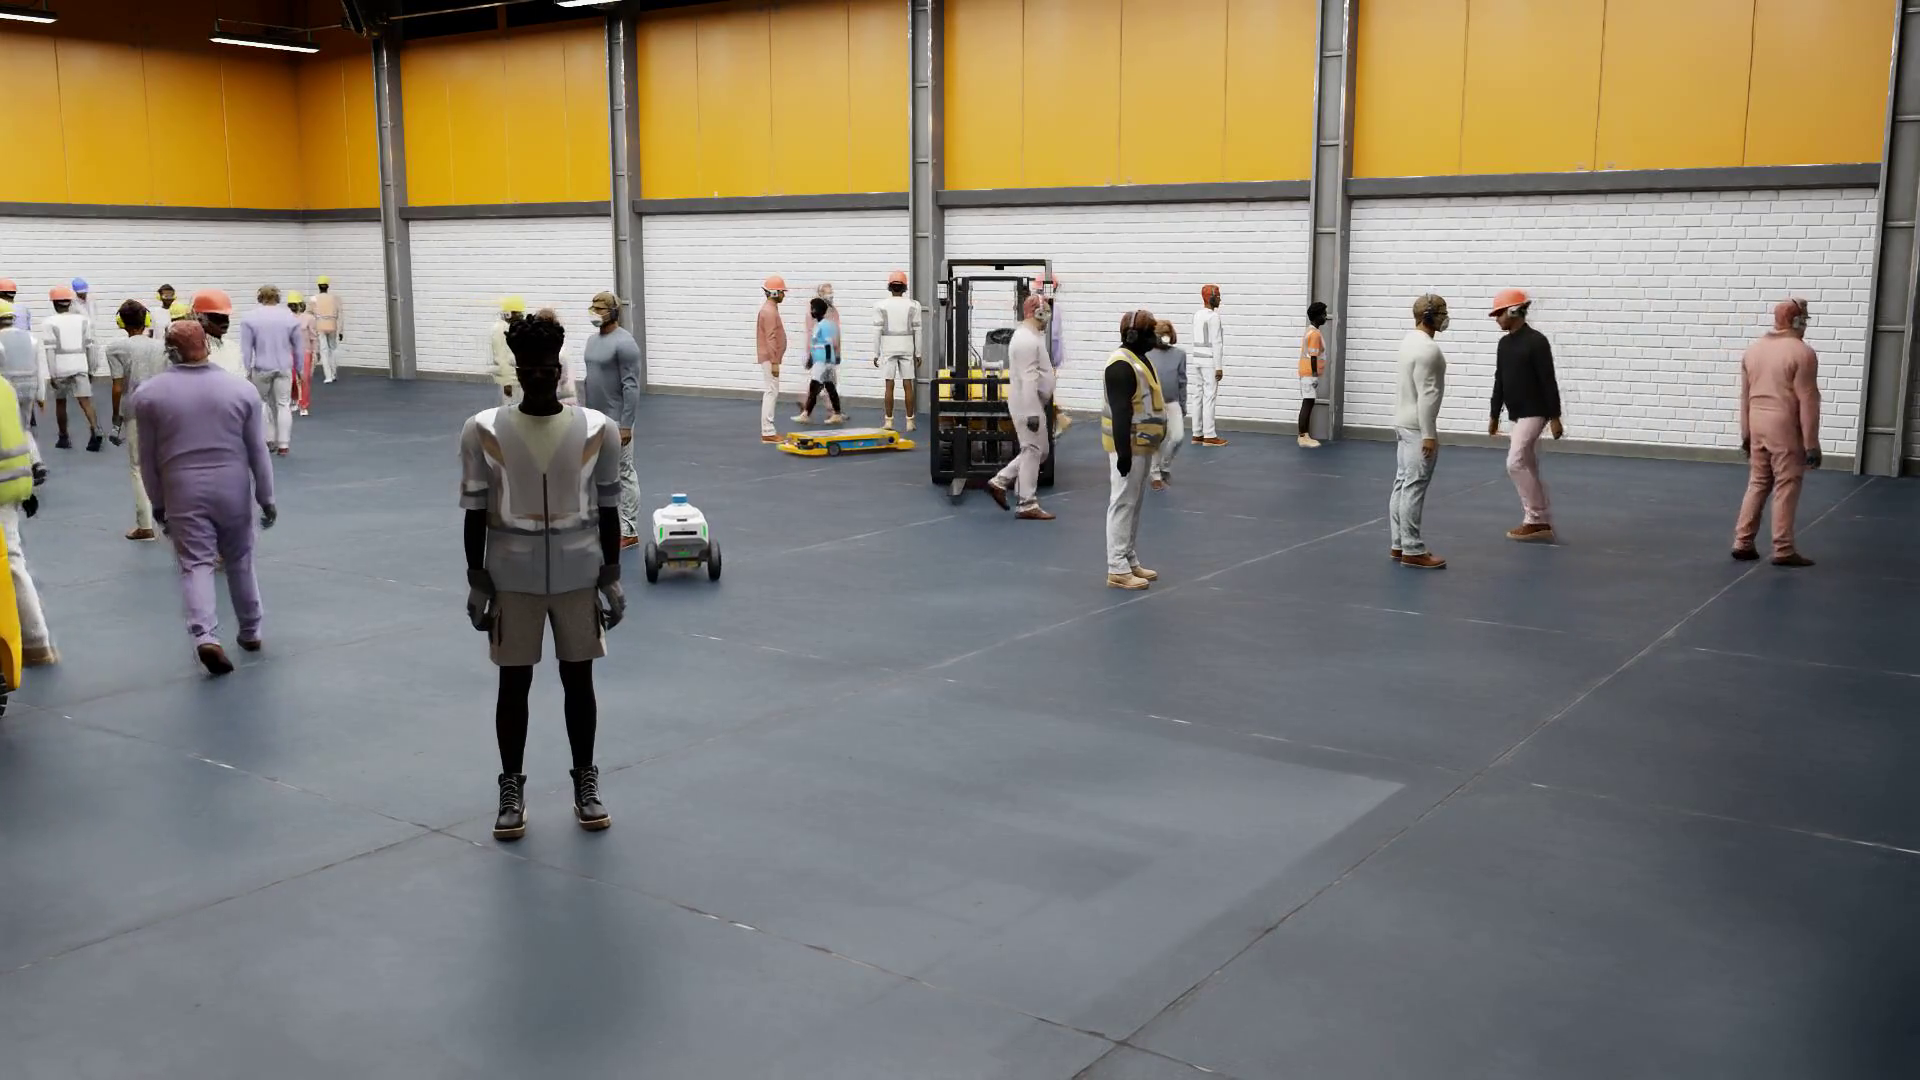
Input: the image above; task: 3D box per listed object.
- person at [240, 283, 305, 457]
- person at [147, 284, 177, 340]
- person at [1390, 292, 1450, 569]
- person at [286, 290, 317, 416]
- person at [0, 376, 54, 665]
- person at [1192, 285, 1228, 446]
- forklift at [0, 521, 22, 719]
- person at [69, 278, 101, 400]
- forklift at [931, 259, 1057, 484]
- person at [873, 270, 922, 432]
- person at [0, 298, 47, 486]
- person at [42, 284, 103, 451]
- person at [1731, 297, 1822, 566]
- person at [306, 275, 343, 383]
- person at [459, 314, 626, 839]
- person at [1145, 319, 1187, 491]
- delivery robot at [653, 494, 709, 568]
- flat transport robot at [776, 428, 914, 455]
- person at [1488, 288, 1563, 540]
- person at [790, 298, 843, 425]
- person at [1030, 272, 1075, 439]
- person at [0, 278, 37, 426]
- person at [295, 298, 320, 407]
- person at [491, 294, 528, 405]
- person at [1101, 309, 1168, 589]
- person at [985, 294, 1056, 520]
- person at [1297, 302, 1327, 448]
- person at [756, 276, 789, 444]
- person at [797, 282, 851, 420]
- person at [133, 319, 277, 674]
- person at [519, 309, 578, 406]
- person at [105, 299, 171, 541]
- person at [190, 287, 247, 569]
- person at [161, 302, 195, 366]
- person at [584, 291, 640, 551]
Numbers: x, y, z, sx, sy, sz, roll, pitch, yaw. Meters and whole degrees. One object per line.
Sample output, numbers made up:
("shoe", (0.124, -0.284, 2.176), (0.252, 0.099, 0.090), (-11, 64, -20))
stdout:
("person", (-7.625, -1.888, 18.469), (0.667, 1.914, 0.645), (-5, 11, -30))
("person", (-10.355, -2.427, 21.874), (0.554, 1.848, 0.641), (-8, 12, -39))
("person", (3.254, -0.773, 11.773), (0.379, 1.940, 0.629), (1, 10, 3))
("person", (-9.275, -2.615, 23.312), (0.526, 1.755, 0.415), (-2, 10, -14))
("person", (-5.249, -0.201, 8.780), (0.802, 1.799, 0.670), (-1, 10, -6))
("person", (2.917, -2.043, 19.506), (0.356, 1.882, 0.574), (-4, 10, -20))
("forklift", (-5.296, -0.090, 6.943), (1.214, 2.155, 2.313), (7, 12, 35))
("person", (-13.646, -3.111, 25.821), (0.677, 1.898, 0.656), (3, 10, 16))
("forklift", (0.370, -1.738, 16.759), (1.214, 2.155, 2.313), (1, 10, 3))
("person", (-0.790, -2.381, 21.037), (0.616, 2.041, 0.382), (-1, 10, -5))
("person", (-8.883, -1.351, 15.568), (0.416, 1.815, 0.616), (5, 11, 27))
("person", (-10.117, -1.957, 18.951), (0.938, 1.908, 0.554), (8, 13, 40))
("person", (5.854, -0.764, 11.843), (0.404, 1.917, 0.650), (-3, 10, -15))
("person", (-11.319, -3.741, 29.579), (0.610, 1.892, 0.874), (-6, 11, -33))
("person", (-1.563, 0.136, 6.274), (0.602, 1.966, 0.368), (-3, 10, -18))
("person", (1.913, -1.265, 15.649), (0.520, 1.617, 0.353), (-3, 10, -15))
("delivery robot", (-1.923, -0.072, 11.430), (0.477, 0.478, 0.707), (-2, 10, -12))
("flat transport robot", (-1.294, -1.123, 18.811), (1.431, 0.197, 0.652), (-6, 11, -32))
("person", (4.376, -0.968, 12.894), (0.614, 1.946, 0.638), (-1, 10, -6))
("person", (-1.917, -2.335, 21.880), (0.810, 1.660, 0.539), (-2, 10, -12))
("person", (1.047, -2.124, 19.560), (0.491, 2.024, 0.628), (-1, 10, -6))
("person", (-12.264, -2.411, 21.531), (0.358, 1.938, 0.542), (2, 10, 10))
("person", (-9.811, -2.795, 24.773), (0.521, 1.618, 0.709), (-6, 11, -33))
("person", (-4.839, -1.724, 17.817), (0.659, 1.810, 0.616), (2, 10, 11))
("person", (1.161, -0.606, 11.064), (0.429, 1.841, 0.634), (3, 10, 18))
("person", (0.536, -1.110, 13.942), (0.527, 1.883, 0.649), (1, 10, 6))
("person", (4.093, -1.918, 19.337), (0.321, 1.690, 0.532), (1, 10, 8))
("person", (-2.214, -2.138, 19.764), (0.400, 1.986, 0.617), (-1, 10, -6))
("person", (-1.888, -2.582, 22.744), (0.892, 1.879, 0.651), (5, 11, 28))
("person", (-3.999, -0.240, 8.857), (0.665, 1.861, 0.907), (-5, 11, -27))
("person", (-3.167, -0.874, 12.817), (0.436, 1.799, 0.668), (-1, 10, -6))
("person", (-6.333, -0.922, 12.888), (0.325, 1.864, 0.516), (8, 12, 38))
("person", (-5.157, -0.765, 11.624), (0.446, 1.978, 0.616), (1, 10, 9))
("person", (-8.402, -1.726, 18.119), (0.494, 1.714, 0.537), (-3, 10, -17))
("person", (-2.622, -0.889, 12.459), (0.372, 1.940, 0.630), (-9, 13, -43))
